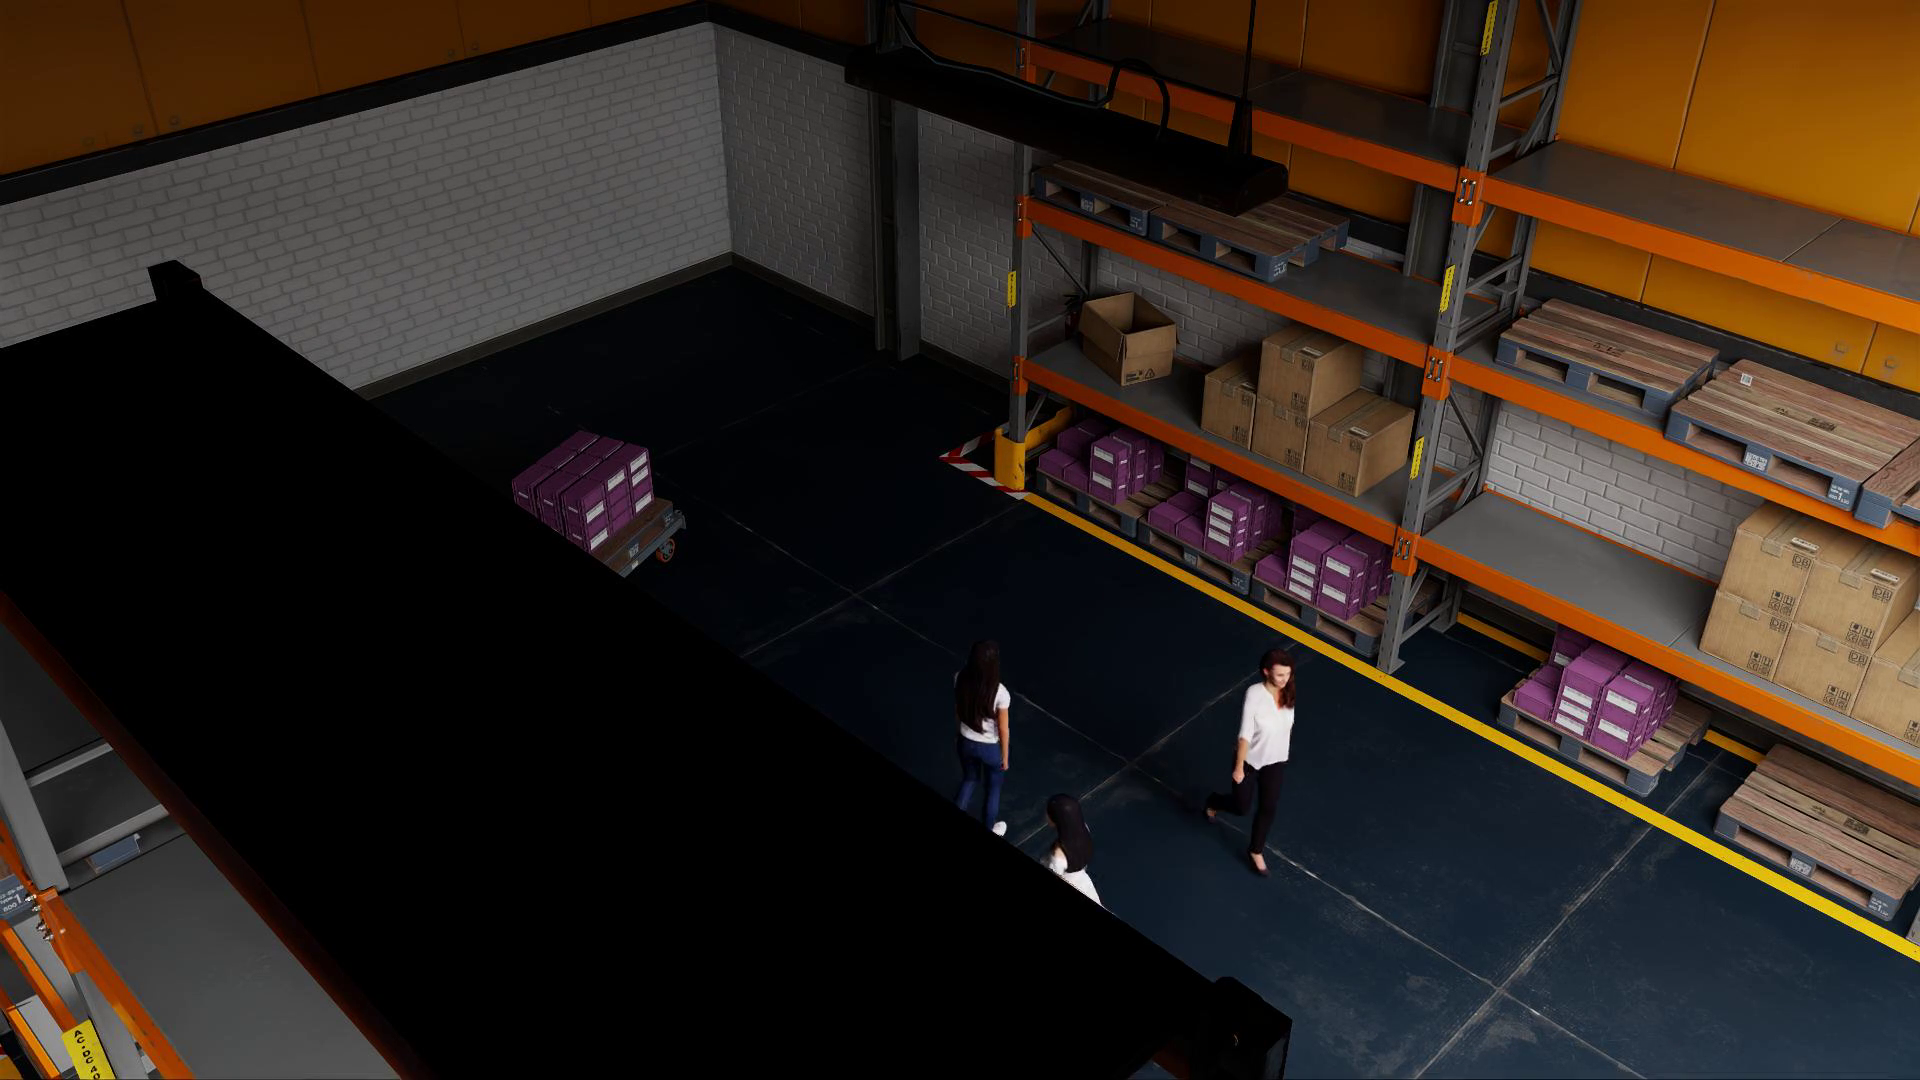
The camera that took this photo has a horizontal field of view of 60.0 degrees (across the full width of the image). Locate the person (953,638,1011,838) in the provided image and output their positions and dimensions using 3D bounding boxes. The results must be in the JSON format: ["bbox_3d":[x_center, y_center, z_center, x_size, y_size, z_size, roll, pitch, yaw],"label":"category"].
[{"bbox_3d":[0.090,1.411,10.881,0.860,1.765,0.766,20,39,28],"label":"person"}]

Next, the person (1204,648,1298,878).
[{"bbox_3d":[1.890,1.403,10.886,0.754,1.773,0.971,-18,37,-24],"label":"person"}]

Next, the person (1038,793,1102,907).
[{"bbox_3d":[0.690,2.204,9.706,1.133,1.744,0.755,20,39,27],"label":"person"}]
